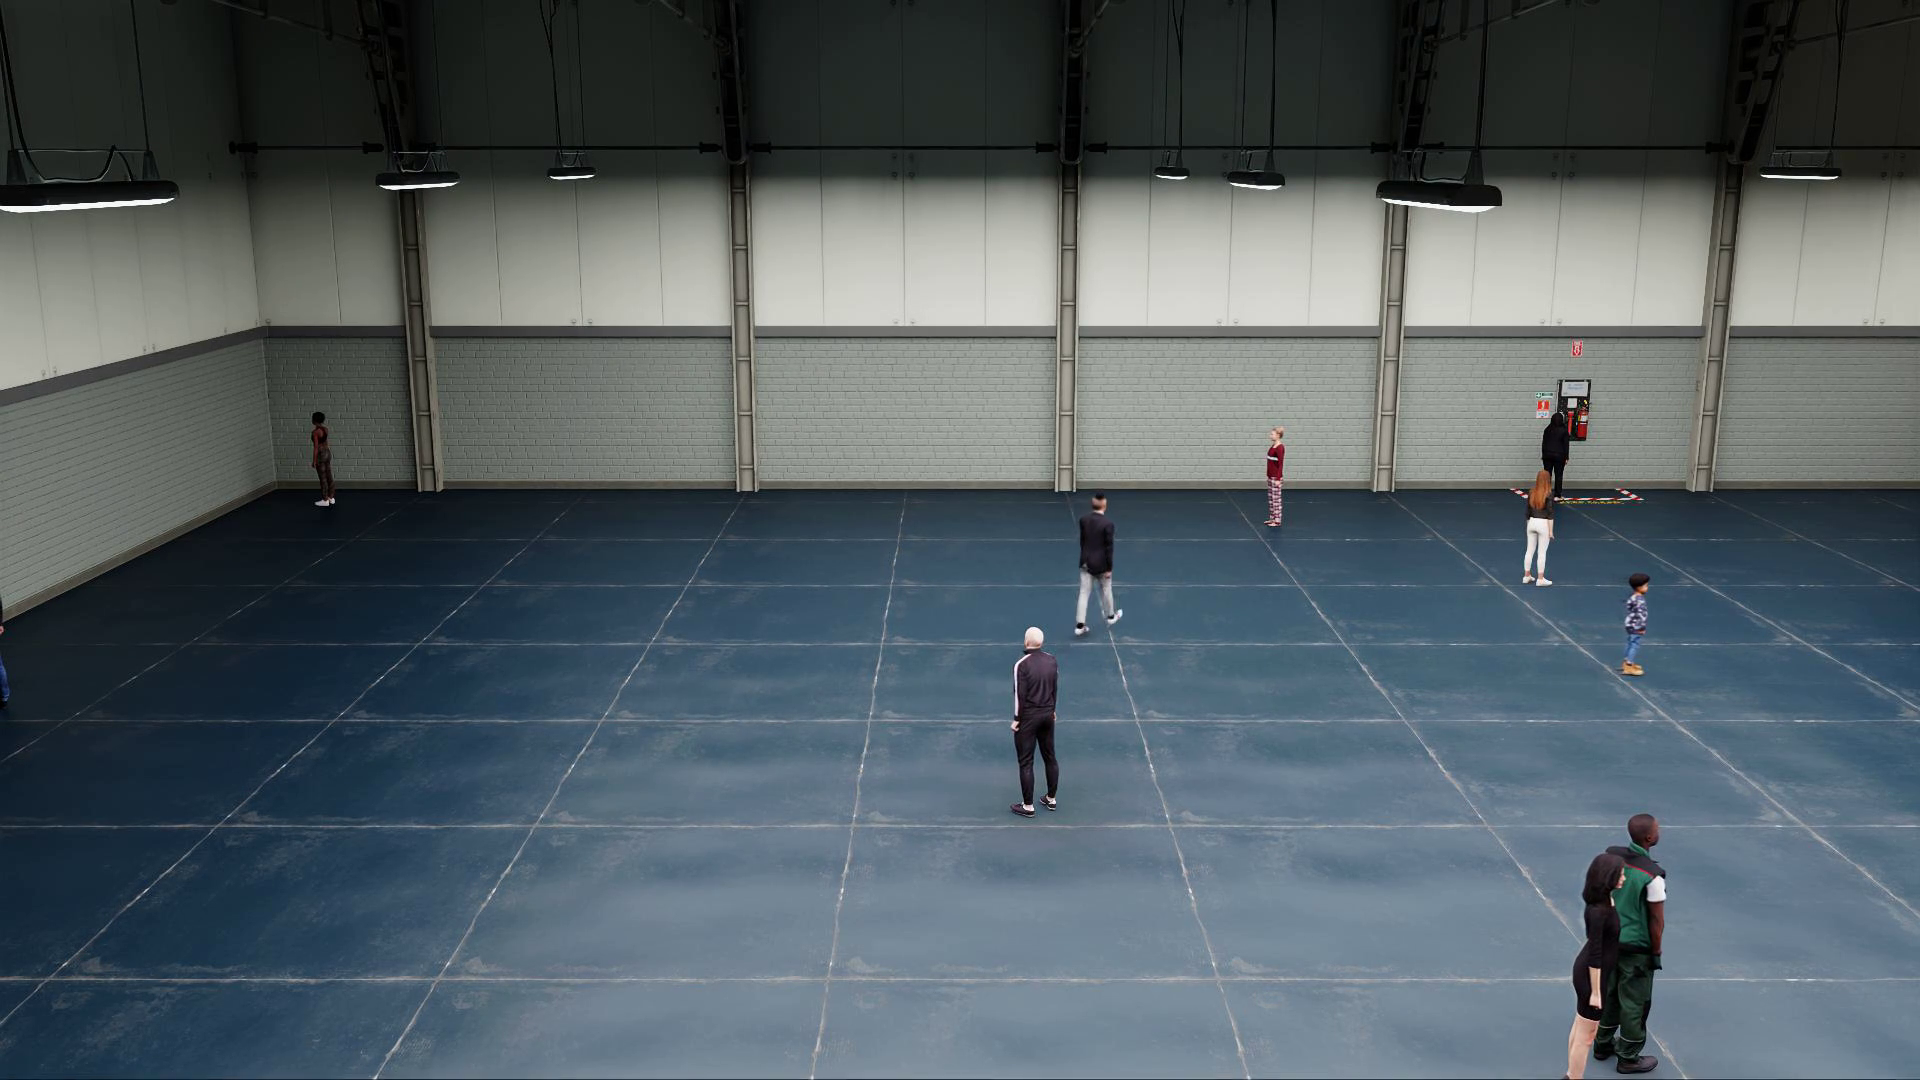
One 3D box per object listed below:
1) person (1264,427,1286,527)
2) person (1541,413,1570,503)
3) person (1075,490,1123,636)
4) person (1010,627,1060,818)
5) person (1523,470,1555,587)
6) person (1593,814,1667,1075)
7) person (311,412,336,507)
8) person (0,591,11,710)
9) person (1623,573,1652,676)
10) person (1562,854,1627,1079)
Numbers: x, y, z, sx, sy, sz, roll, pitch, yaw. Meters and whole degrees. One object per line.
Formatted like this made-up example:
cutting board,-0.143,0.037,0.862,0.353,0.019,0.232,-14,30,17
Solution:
person,5.365,-1.086,28.283,0.541,1.697,0.641,-2,13,-9
person,10.840,-1.517,30.326,0.758,1.615,0.834,10,16,37
person,1.714,0.322,21.757,1.274,1.897,1.230,9,16,34
person,0.725,1.722,15.848,0.720,1.836,0.829,-9,16,-33
person,8.489,-0.187,24.382,0.703,1.704,0.673,-10,16,-36
person,4.601,2.745,11.426,0.748,1.839,0.774,-6,14,-24
person,-11.493,-1.477,29.966,0.598,1.700,0.620,3,13,12
person,-11.059,1.016,18.767,0.780,1.895,0.761,9,16,34
person,8.215,1.010,20.227,0.521,1.248,0.519,2,13,9
person,4.136,2.891,10.877,0.630,1.802,0.666,5,14,22
